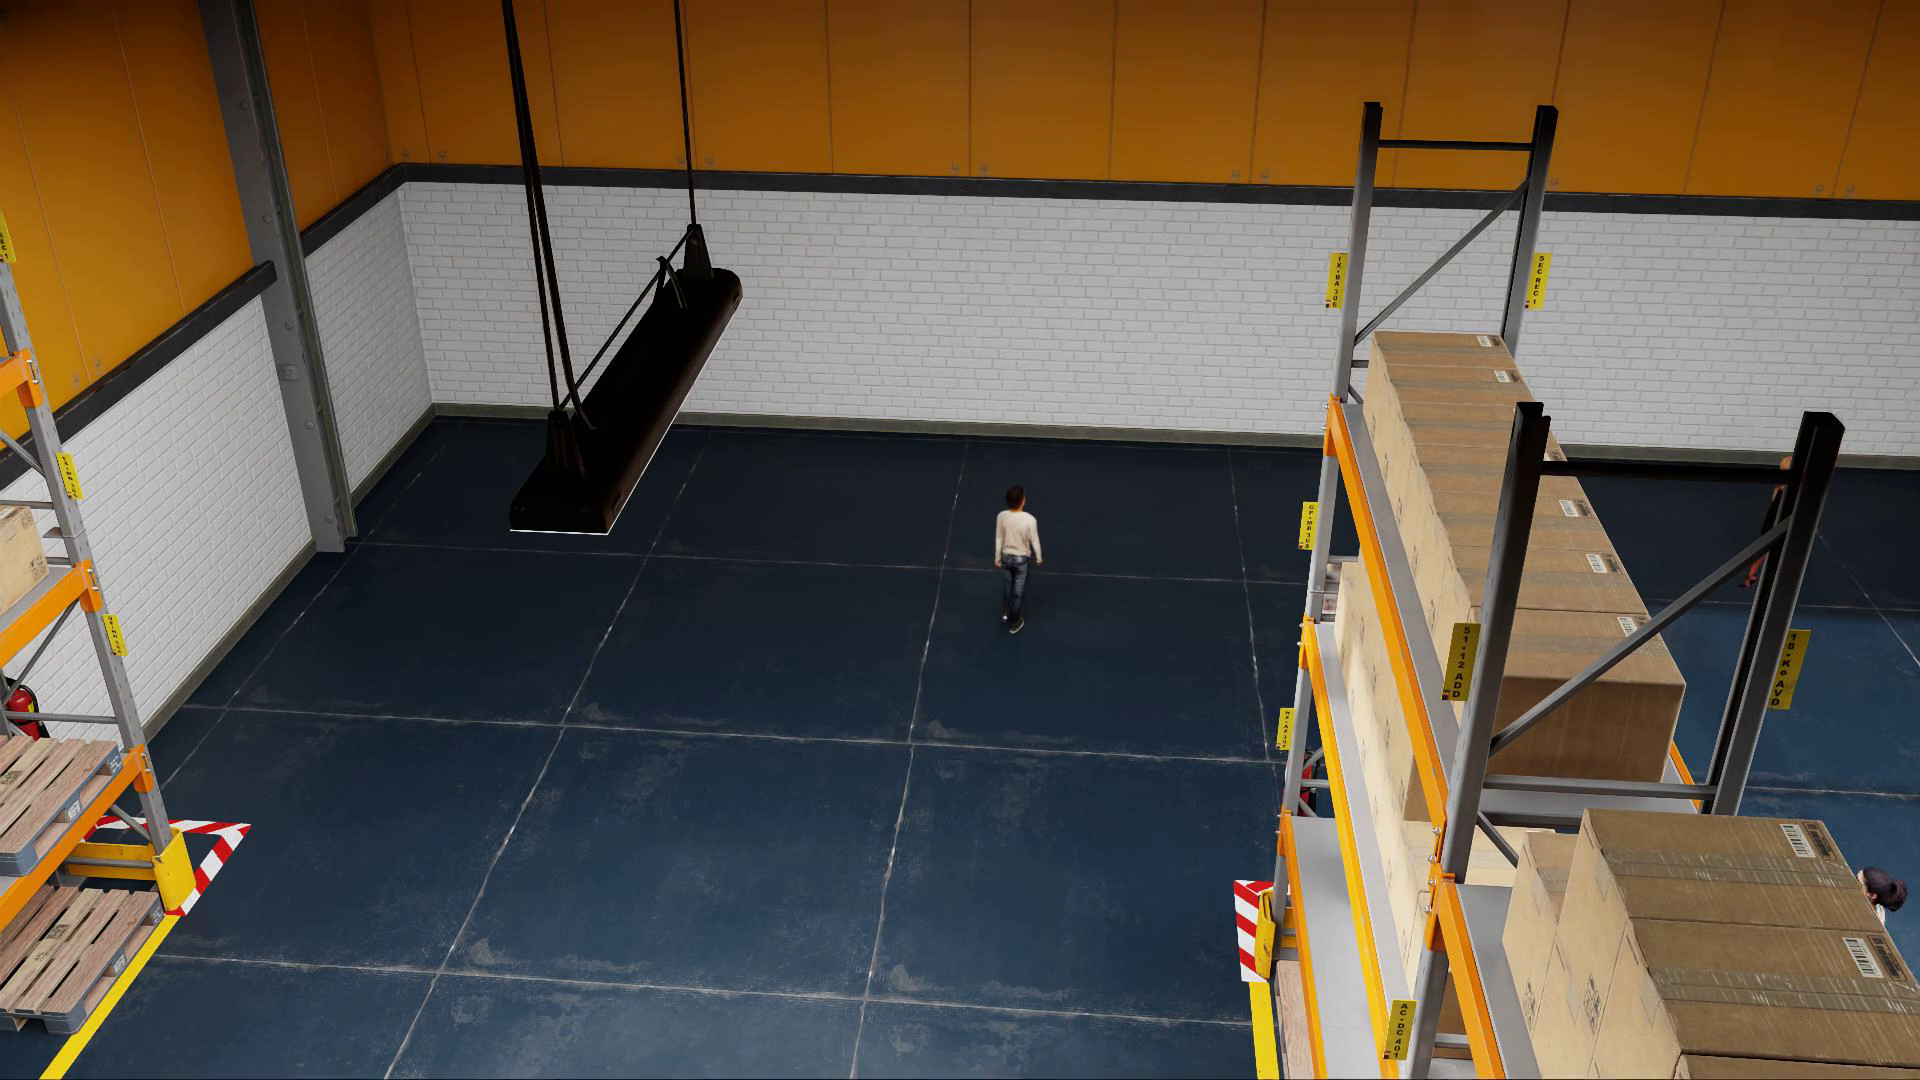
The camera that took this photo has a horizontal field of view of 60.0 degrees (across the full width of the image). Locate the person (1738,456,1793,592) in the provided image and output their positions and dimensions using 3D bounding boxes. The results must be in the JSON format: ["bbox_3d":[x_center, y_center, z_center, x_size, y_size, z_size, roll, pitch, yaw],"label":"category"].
[{"bbox_3d":[7.995,-0.275,15.957,1.024,1.624,0.990,-19,34,-31],"label":"person"}]

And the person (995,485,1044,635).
[{"bbox_3d":[0.488,0.208,15.251,0.650,1.451,0.707,13,31,23],"label":"person"}]

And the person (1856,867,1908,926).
[{"bbox_3d":[5.564,2.777,10.267,1.049,1.715,1.156,19,34,31],"label":"person"}]
